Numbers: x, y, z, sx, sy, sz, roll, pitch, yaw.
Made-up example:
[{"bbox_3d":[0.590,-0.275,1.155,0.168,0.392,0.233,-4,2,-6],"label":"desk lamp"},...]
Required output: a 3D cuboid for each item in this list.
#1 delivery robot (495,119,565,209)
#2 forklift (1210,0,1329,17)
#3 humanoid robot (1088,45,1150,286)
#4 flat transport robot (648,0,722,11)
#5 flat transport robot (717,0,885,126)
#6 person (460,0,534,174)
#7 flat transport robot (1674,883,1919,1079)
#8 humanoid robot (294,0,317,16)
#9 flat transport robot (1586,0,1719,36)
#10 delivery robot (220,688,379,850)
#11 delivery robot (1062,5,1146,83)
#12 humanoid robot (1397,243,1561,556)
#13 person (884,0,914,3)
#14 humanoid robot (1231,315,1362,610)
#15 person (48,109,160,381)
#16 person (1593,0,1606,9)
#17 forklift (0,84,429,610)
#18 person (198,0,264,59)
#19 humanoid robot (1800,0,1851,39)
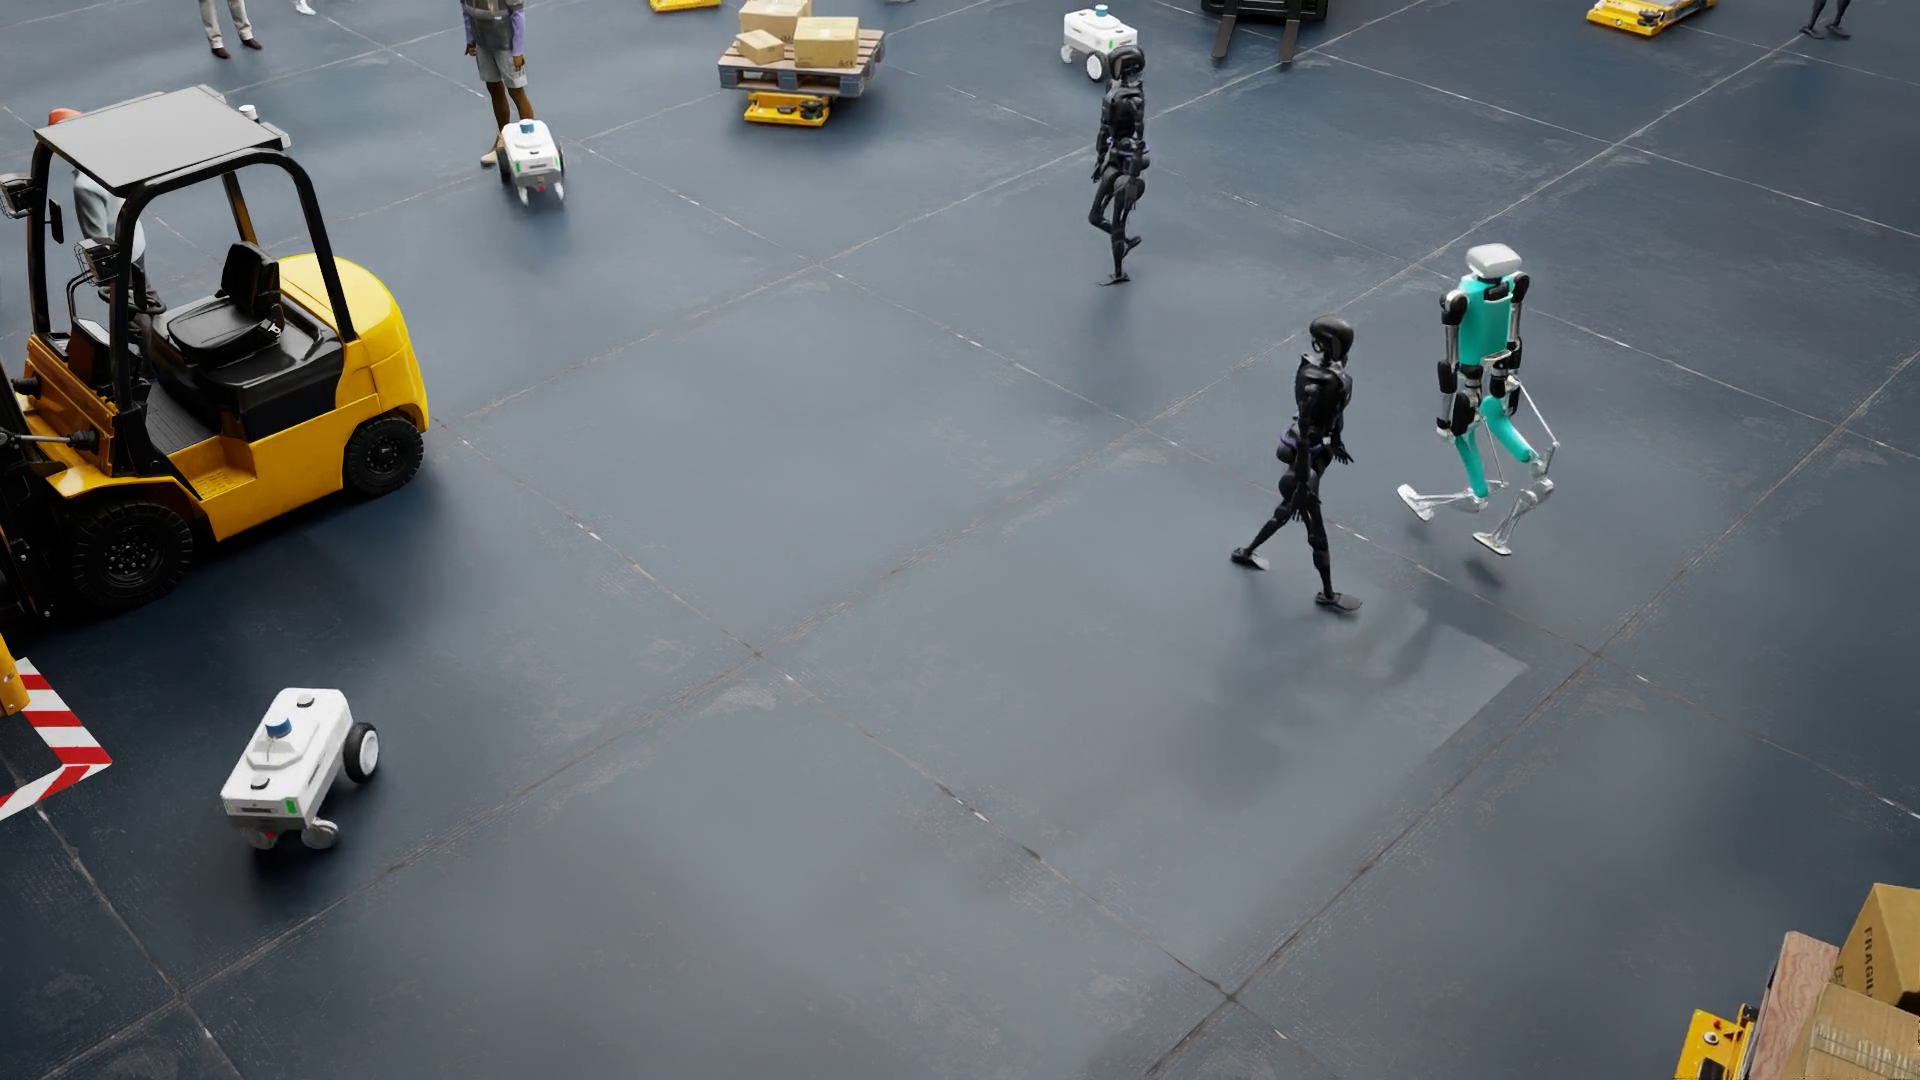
[{"bbox_3d":[-3.252,-2.902,12.638,0.499,0.589,0.792,-12,39,-16],"label":"delivery robot"},{"bbox_3d":[3.106,-6.400,15.960,1.214,2.155,2.313,8,37,10],"label":"forklift"},{"bbox_3d":[1.091,-2.493,11.160,0.370,1.650,0.612,-13,39,-17],"label":"humanoid robot"},{"bbox_3d":[-2.832,-5.557,16.436,0.659,0.231,1.431,-12,38,-15],"label":"flat transport robot"},{"bbox_3d":[-1.329,-3.907,14.227,0.659,0.231,1.431,6,37,8],"label":"flat transport robot"},{"bbox_3d":[-3.528,-3.785,12.585,0.606,2.043,0.374,21,42,26],"label":"person"},{"bbox_3d":[3.345,2.221,6.023,1.431,0.231,0.659,20,41,24],"label":"flat transport robot"},{"bbox_3d":[-6.339,-5.840,15.599,0.794,1.791,0.530,11,38,15],"label":"humanoid robot"},{"bbox_3d":[6.653,-5.145,15.884,1.431,0.231,0.659,-30,46,-34],"label":"flat transport robot"},{"bbox_3d":[-2.958,0.997,7.435,0.524,0.608,0.779,2,37,3],"label":"delivery robot"},{"bbox_3d":[1.233,-4.404,14.647,0.499,0.587,0.777,-22,42,-27],"label":"delivery robot"},{"bbox_3d":[2.773,-0.631,8.600,0.544,1.728,0.973,-19,41,-24],"label":"humanoid robot"},{"bbox_3d":[-0.676,-6.118,15.793,0.373,1.938,0.627,-13,39,-17],"label":"person"},{"bbox_3d":[1.803,-0.422,8.429,0.765,1.631,0.584,18,40,22],"label":"humanoid robot"},{"bbox_3d":[-5.186,-1.800,10.176,0.352,1.740,0.571,-4,37,-6],"label":"person"},{"bbox_3d":[6.316,-5.744,15.549,0.510,1.630,0.315,31,46,34],"label":"person"},{"bbox_3d":[-4.145,-1.093,8.856,2.313,2.155,1.214,-31,47,-34],"label":"forklift"},{"bbox_3d":[-6.596,-5.166,14.657,0.388,1.776,0.539,27,45,32],"label":"person"},{"bbox_3d":[8.020,-5.381,15.016,0.601,1.651,0.337,-16,40,-21],"label":"humanoid robot"}]
